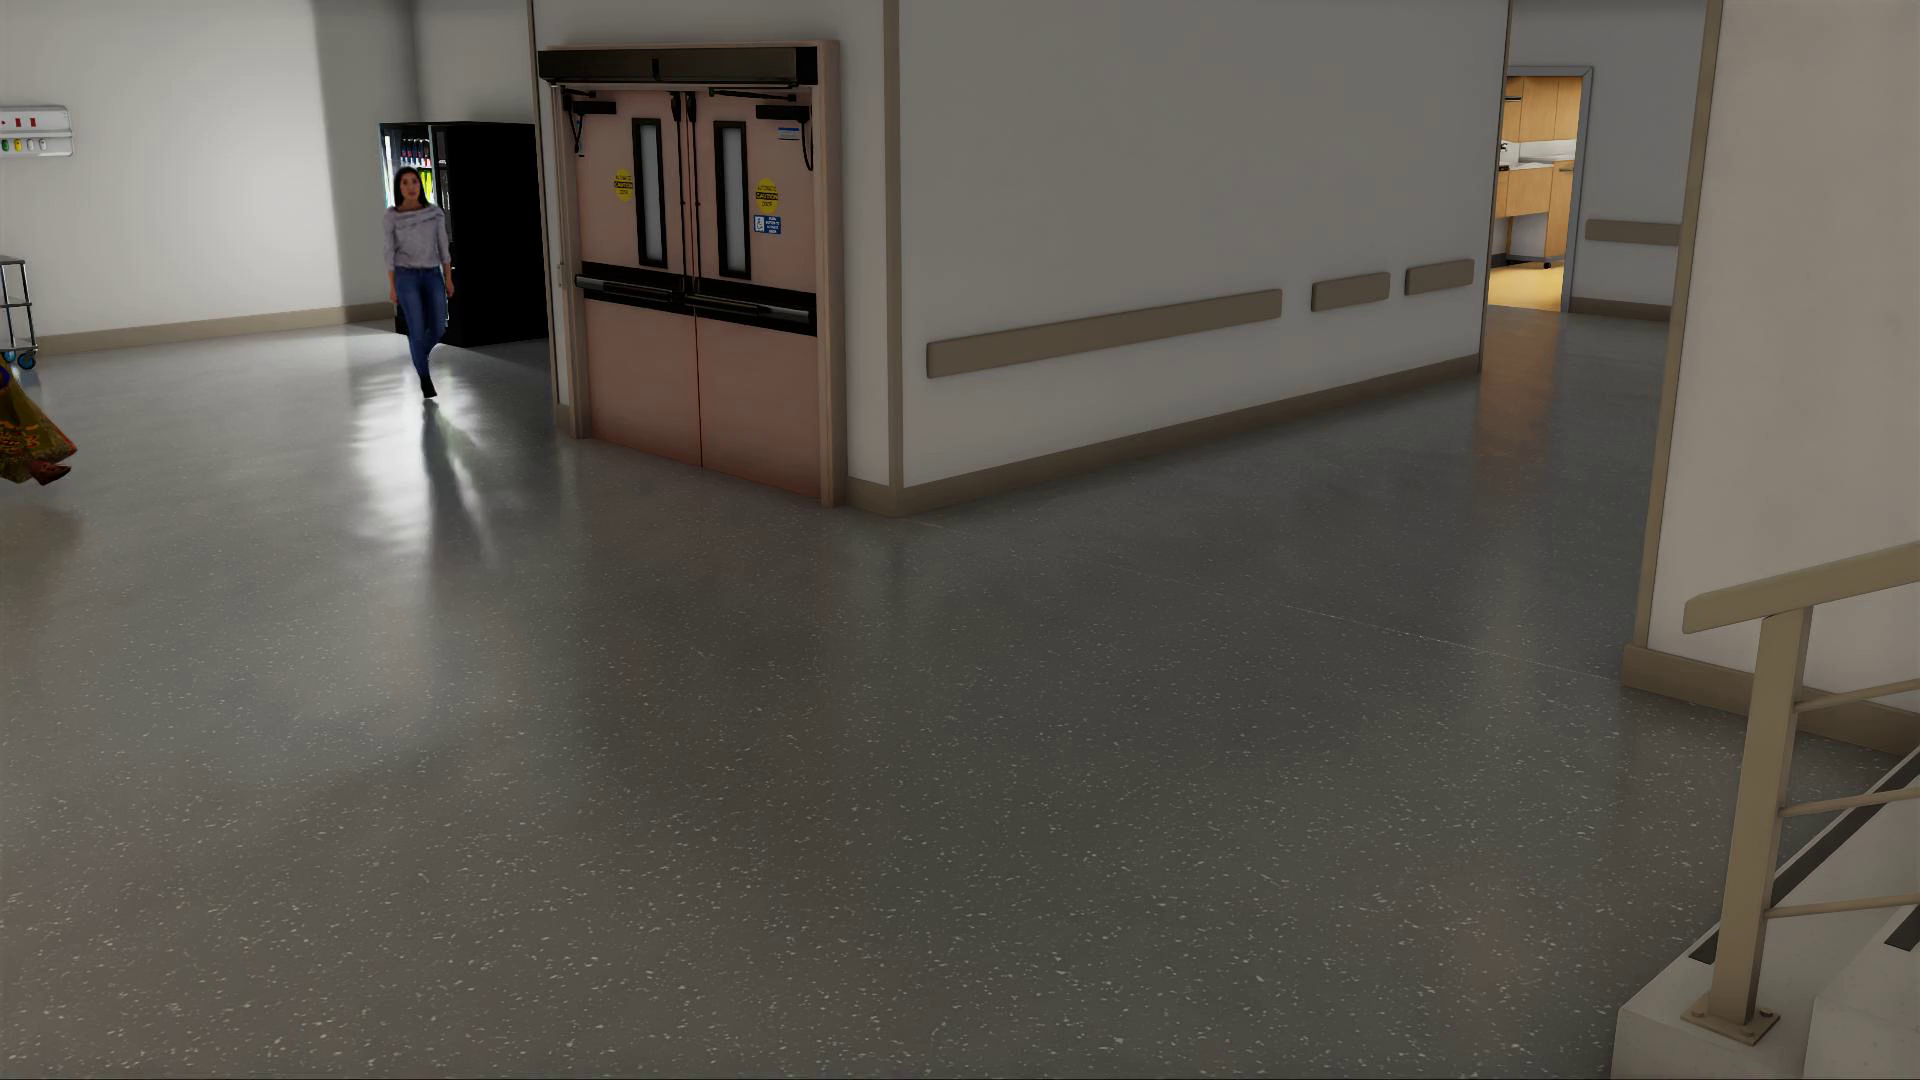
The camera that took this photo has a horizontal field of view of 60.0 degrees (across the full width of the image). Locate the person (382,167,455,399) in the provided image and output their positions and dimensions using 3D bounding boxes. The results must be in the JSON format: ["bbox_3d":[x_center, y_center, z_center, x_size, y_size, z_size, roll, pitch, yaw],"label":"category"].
[{"bbox_3d":[-3.868,-1.832,11.849,0.744,1.617,0.916,-9,18,-29],"label":"person"}]
